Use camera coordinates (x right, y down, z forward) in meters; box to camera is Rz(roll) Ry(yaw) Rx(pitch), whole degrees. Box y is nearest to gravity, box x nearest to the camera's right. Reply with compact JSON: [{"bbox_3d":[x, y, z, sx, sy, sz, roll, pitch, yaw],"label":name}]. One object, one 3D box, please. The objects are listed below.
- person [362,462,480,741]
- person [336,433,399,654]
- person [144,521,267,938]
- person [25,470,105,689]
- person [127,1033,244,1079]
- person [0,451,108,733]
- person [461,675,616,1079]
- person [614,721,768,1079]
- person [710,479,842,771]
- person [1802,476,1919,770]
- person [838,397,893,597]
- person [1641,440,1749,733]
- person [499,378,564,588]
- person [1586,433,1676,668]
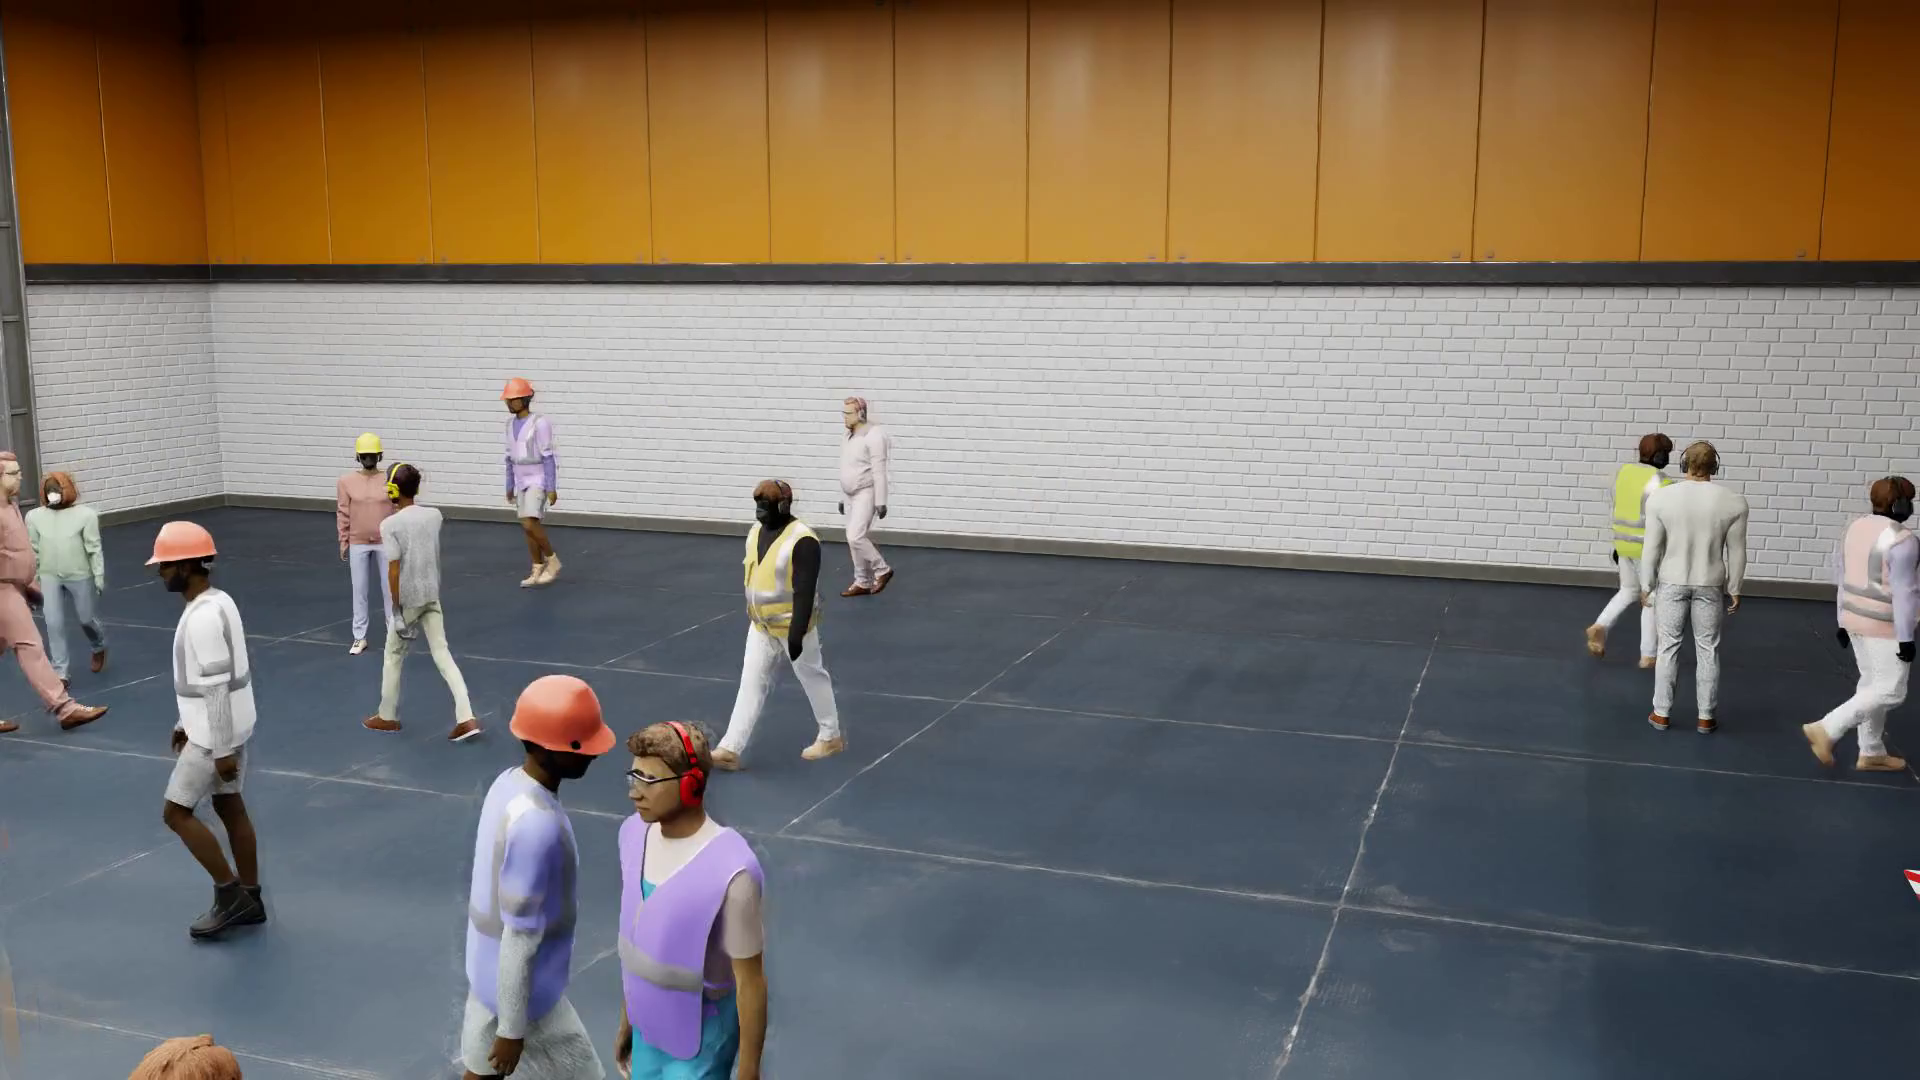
[{"bbox_3d":[-3.513,0.400,10.793,0.985,1.826,0.517,7,11,36],"label":"person"},{"bbox_3d":[-4.677,0.026,13.250,0.525,1.772,0.304,-3,9,-15],"label":"person"},{"bbox_3d":[-3.443,0.864,7.598,0.483,1.915,0.550,-2,9,-12],"label":"person"},{"bbox_3d":[-6.542,0.273,12.224,0.504,1.610,0.735,-2,9,-12],"label":"person"},{"bbox_3d":[-1.427,1.721,3.146,0.507,1.632,0.272,3,10,19],"label":"person"},{"bbox_3d":[-6.130,0.350,10.913,0.933,1.864,0.679,-4,10,-22],"label":"person"},{"bbox_3d":[-1.259,1.305,5.029,0.908,1.870,0.626,-4,10,-25],"label":"person"},{"bbox_3d":[-0.728,1.381,4.654,0.548,1.830,0.570,-8,12,-39],"label":"person"},{"bbox_3d":[-1.118,0.519,10.146,0.644,1.783,1.008,9,13,44],"label":"person"},{"bbox_3d":[5.439,0.521,9.983,0.636,1.829,0.624,0,9,0],"label":"person"},{"bbox_3d":[-0.943,-0.392,15.464,0.431,1.887,0.679,-5,11,-31],"label":"person"},{"bbox_3d":[4.825,0.308,10.972,0.636,1.937,0.358,3,10,19],"label":"person"},{"bbox_3d":[-4.120,-0.533,15.886,0.664,2.033,0.473,7,12,38],"label":"person"},{"bbox_3d":[5.170,0.089,12.691,0.618,1.825,0.640,-4,10,-22],"label":"person"}]
